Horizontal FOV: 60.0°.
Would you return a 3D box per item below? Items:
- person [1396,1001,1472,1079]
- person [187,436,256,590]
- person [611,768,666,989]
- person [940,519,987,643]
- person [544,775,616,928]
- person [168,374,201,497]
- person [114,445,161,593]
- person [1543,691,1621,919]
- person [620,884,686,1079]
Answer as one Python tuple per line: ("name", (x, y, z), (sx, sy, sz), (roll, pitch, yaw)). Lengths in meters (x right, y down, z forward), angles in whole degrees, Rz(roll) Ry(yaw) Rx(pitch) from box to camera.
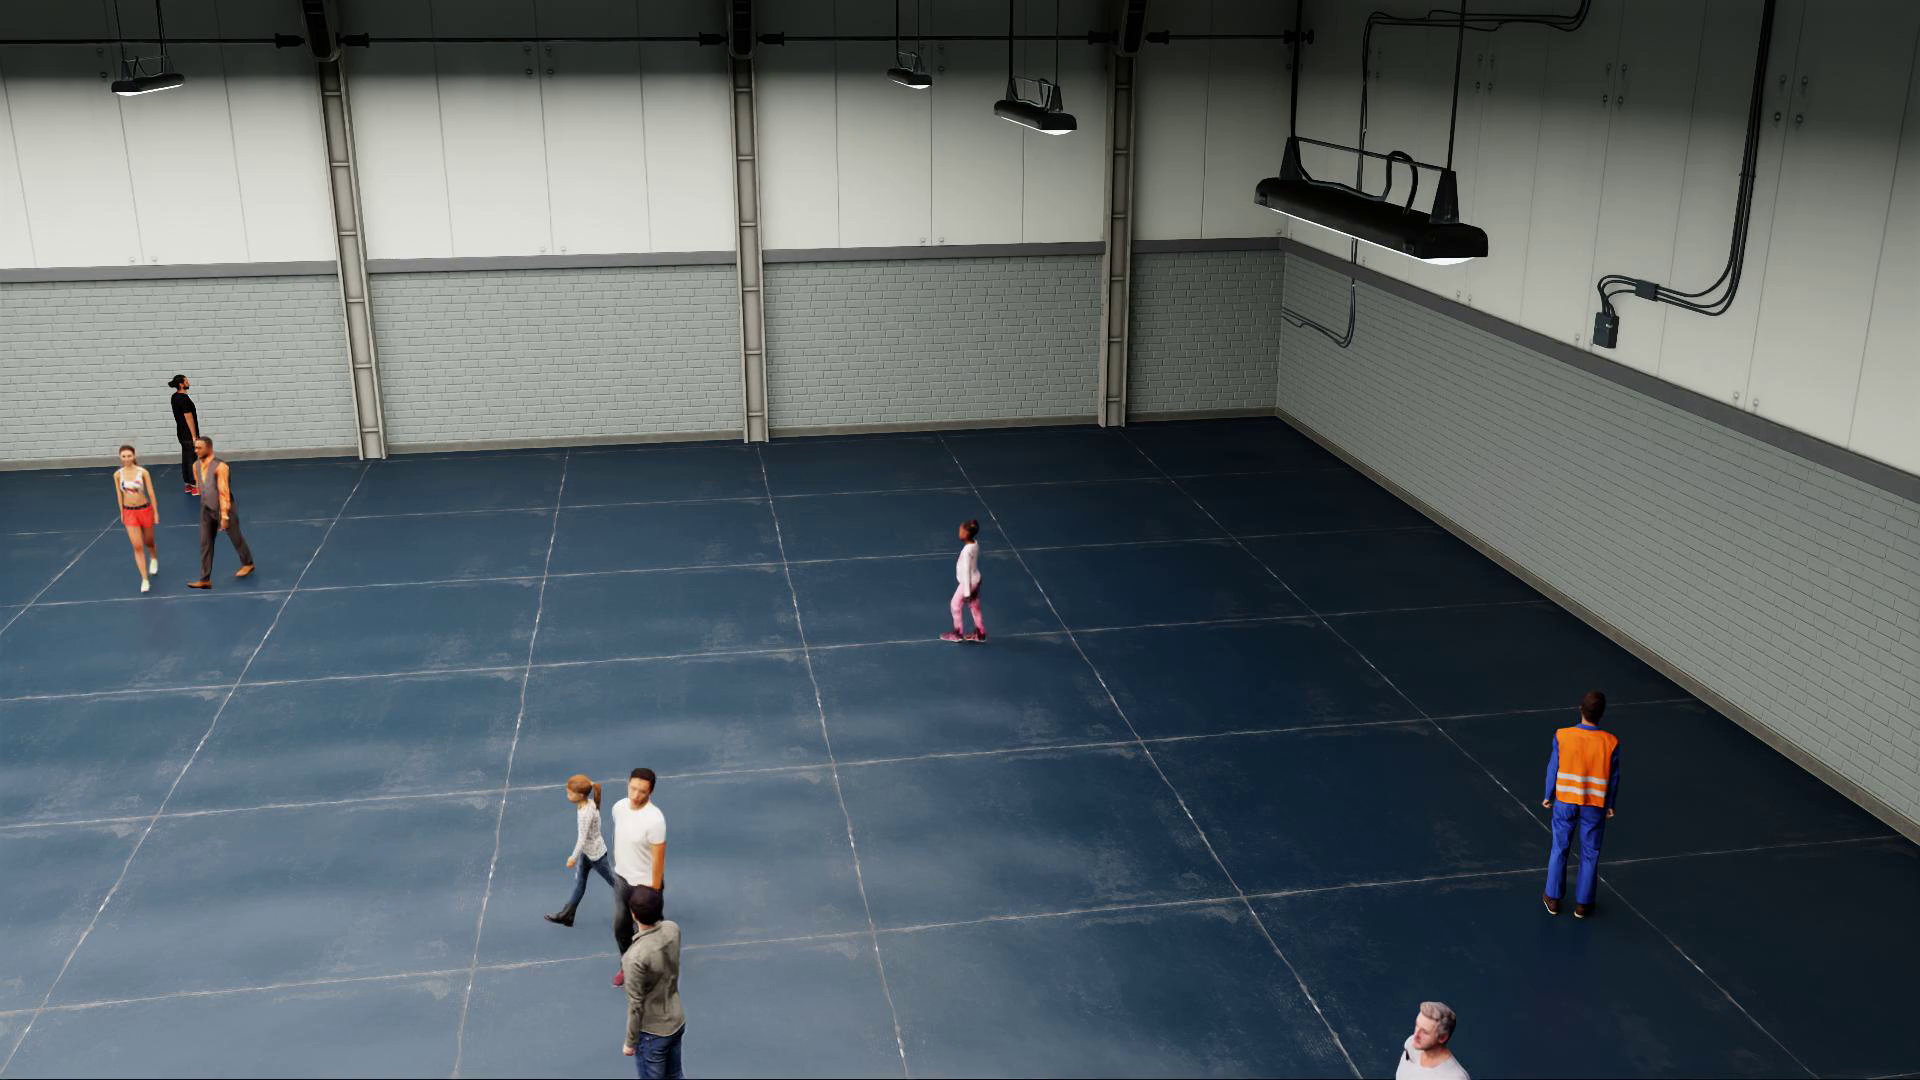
("person", (2.623, 3.318, 9.085), (1.125, 1.811, 0.793), (-6, 19, -18))
("person", (-8.969, -0.356, 20.288), (1.296, 1.859, 1.171), (7, 19, 19))
("person", (-2.280, 2.404, 11.952), (0.821, 1.773, 0.895), (15, 23, 38))
("person", (0.171, 0.469, 18.445), (0.835, 1.431, 0.741), (5, 19, 16))
("person", (-2.726, 2.401, 12.757), (0.973, 1.280, 0.547), (-5, 19, -16))
("person", (-11.174, -1.530, 24.056), (0.748, 1.758, 0.723), (-17, 25, -42))
("person", (-10.010, -0.312, 20.320), (1.097, 1.755, 0.758), (-6, 19, -18))
("person", (4.819, 2.042, 12.920), (0.735, 1.863, 0.848), (7, 19, 20))
("person", (-1.841, 2.949, 10.126), (0.785, 1.867, 0.791), (7, 19, 21))
